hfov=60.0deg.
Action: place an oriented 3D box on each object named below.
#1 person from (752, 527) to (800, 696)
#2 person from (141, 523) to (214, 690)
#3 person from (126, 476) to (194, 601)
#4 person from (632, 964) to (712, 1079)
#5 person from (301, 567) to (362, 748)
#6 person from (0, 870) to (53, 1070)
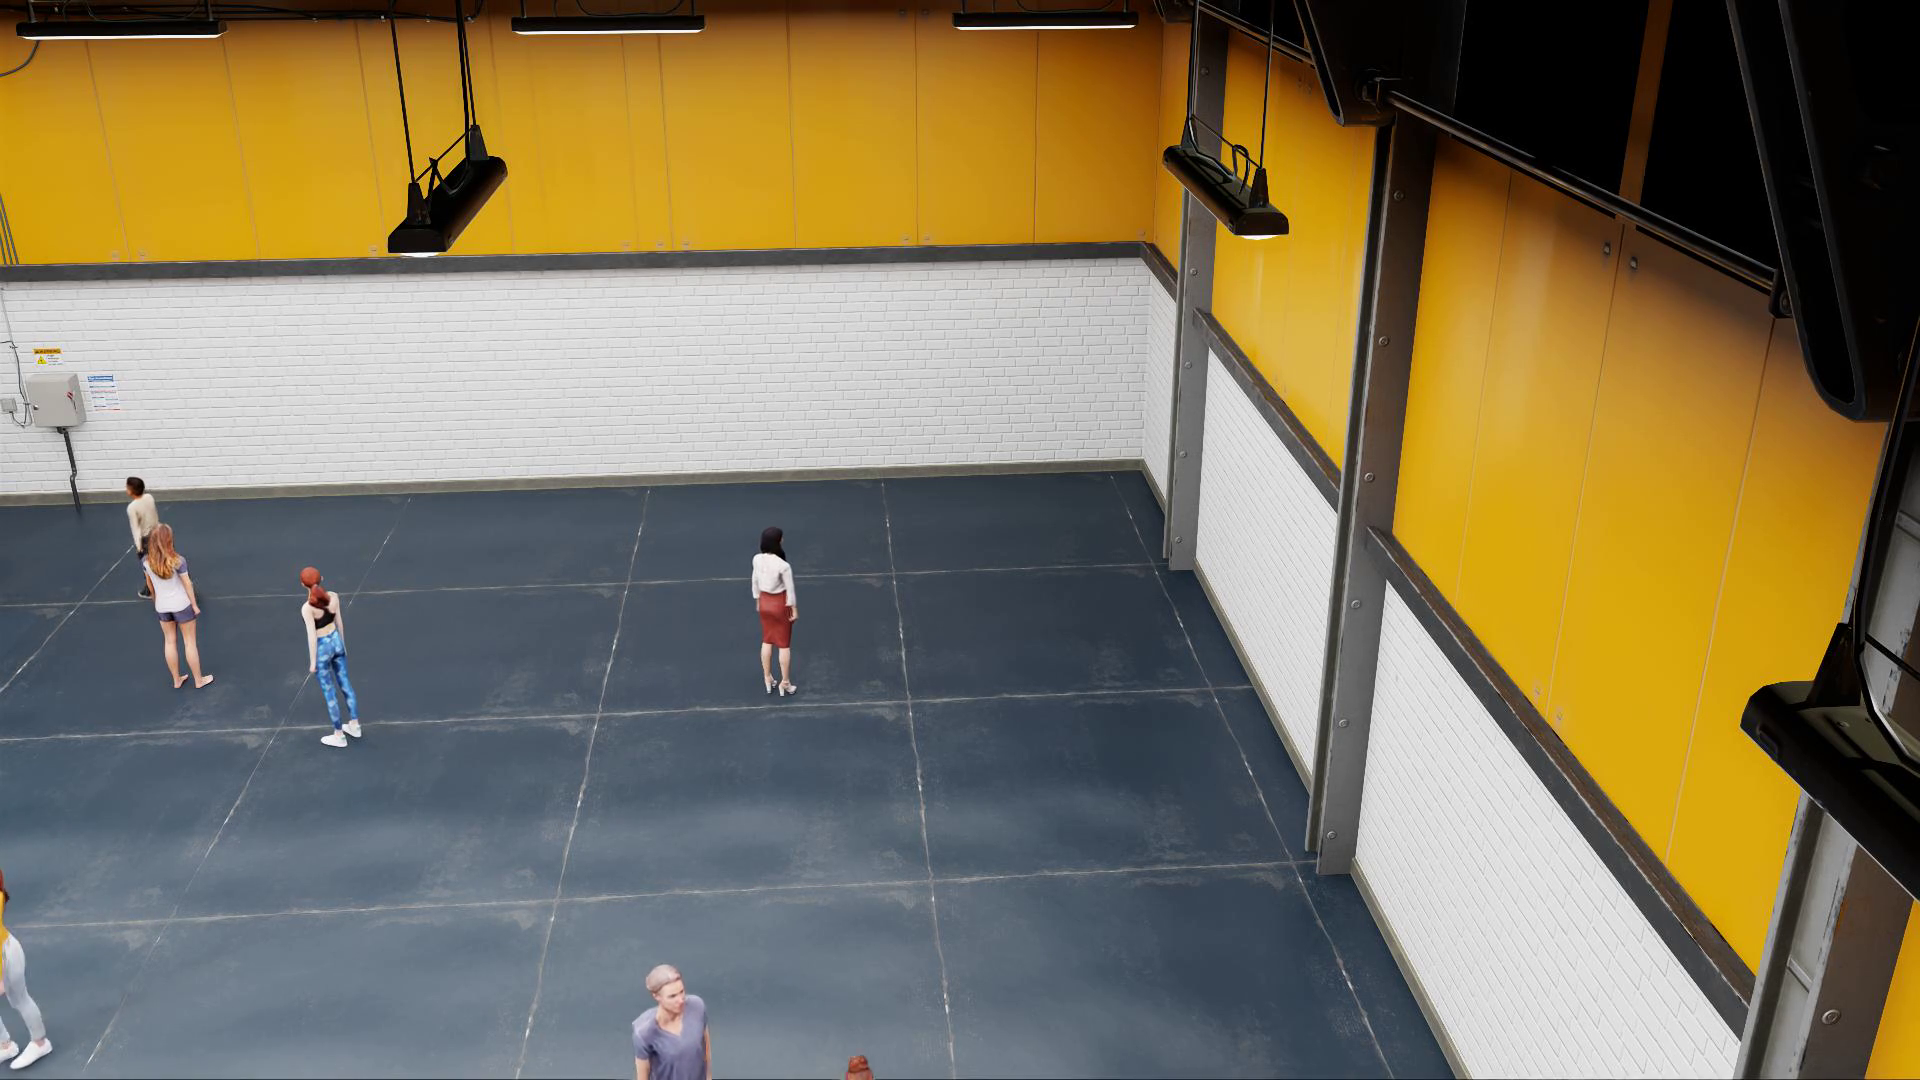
[{"bbox_3d":[-1.790,0.690,16.115,0.682,1.749,0.700,13,27,27],"label":"person"},{"bbox_3d":[-7.674,0.650,16.231,0.624,1.730,0.587,2,24,4],"label":"person"},{"bbox_3d":[-8.756,-0.005,18.081,0.848,1.448,0.925,8,25,17],"label":"person"},{"bbox_3d":[-1.750,3.304,9.991,0.971,1.865,1.084,-19,30,-37],"label":"person"},{"bbox_3d":[-5.781,1.059,15.227,0.736,1.785,0.660,12,26,25],"label":"person"},{"bbox_3d":[-6.438,2.807,11.288,0.753,1.736,0.813,13,27,28],"label":"person"}]
